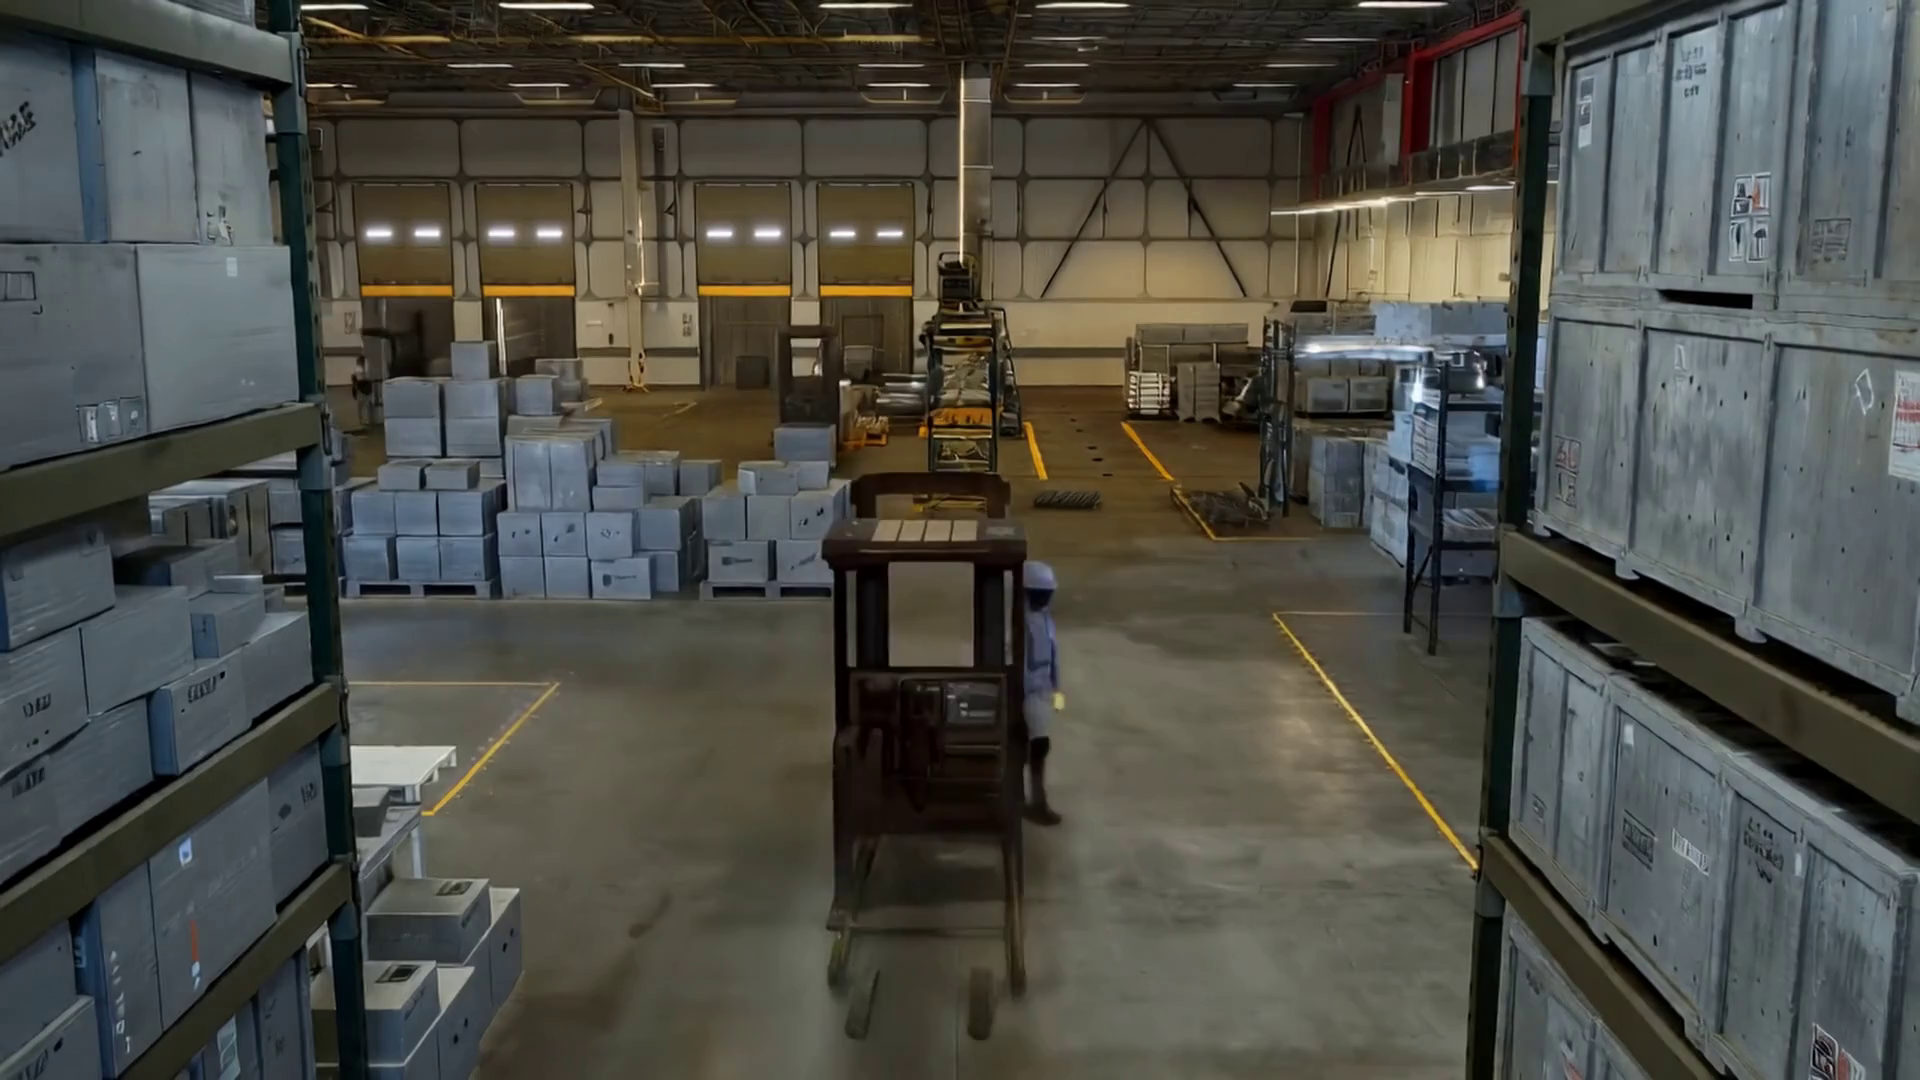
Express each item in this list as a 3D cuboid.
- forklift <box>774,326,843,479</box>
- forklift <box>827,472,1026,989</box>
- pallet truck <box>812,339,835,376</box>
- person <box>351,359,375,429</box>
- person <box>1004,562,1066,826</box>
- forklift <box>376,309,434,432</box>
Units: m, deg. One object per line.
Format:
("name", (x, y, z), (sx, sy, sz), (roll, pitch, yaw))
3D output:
("forklift", (-2.729, -2.428, 29.712), (1.129, 2.768, 1.873), (0, 10, 1))
("forklift", (-0.170, 0.991, 9.983), (1.129, 2.768, 1.873), (0, 10, 1))
("pallet truck", (-3.021, -4.312, 43.126), (1.885, 1.965, 0.823), (3, 10, 17))
("person", (-13.883, -3.387, 38.752), (0.545, 1.646, 0.870), (-6, 12, -32))
("person", (0.603, 1.114, 12.045), (0.681, 1.914, 0.581), (6, 12, 32))
("forklift", (-12.349, -3.849, 37.908), (1.873, 2.768, 1.129), (-8, 13, -40))
